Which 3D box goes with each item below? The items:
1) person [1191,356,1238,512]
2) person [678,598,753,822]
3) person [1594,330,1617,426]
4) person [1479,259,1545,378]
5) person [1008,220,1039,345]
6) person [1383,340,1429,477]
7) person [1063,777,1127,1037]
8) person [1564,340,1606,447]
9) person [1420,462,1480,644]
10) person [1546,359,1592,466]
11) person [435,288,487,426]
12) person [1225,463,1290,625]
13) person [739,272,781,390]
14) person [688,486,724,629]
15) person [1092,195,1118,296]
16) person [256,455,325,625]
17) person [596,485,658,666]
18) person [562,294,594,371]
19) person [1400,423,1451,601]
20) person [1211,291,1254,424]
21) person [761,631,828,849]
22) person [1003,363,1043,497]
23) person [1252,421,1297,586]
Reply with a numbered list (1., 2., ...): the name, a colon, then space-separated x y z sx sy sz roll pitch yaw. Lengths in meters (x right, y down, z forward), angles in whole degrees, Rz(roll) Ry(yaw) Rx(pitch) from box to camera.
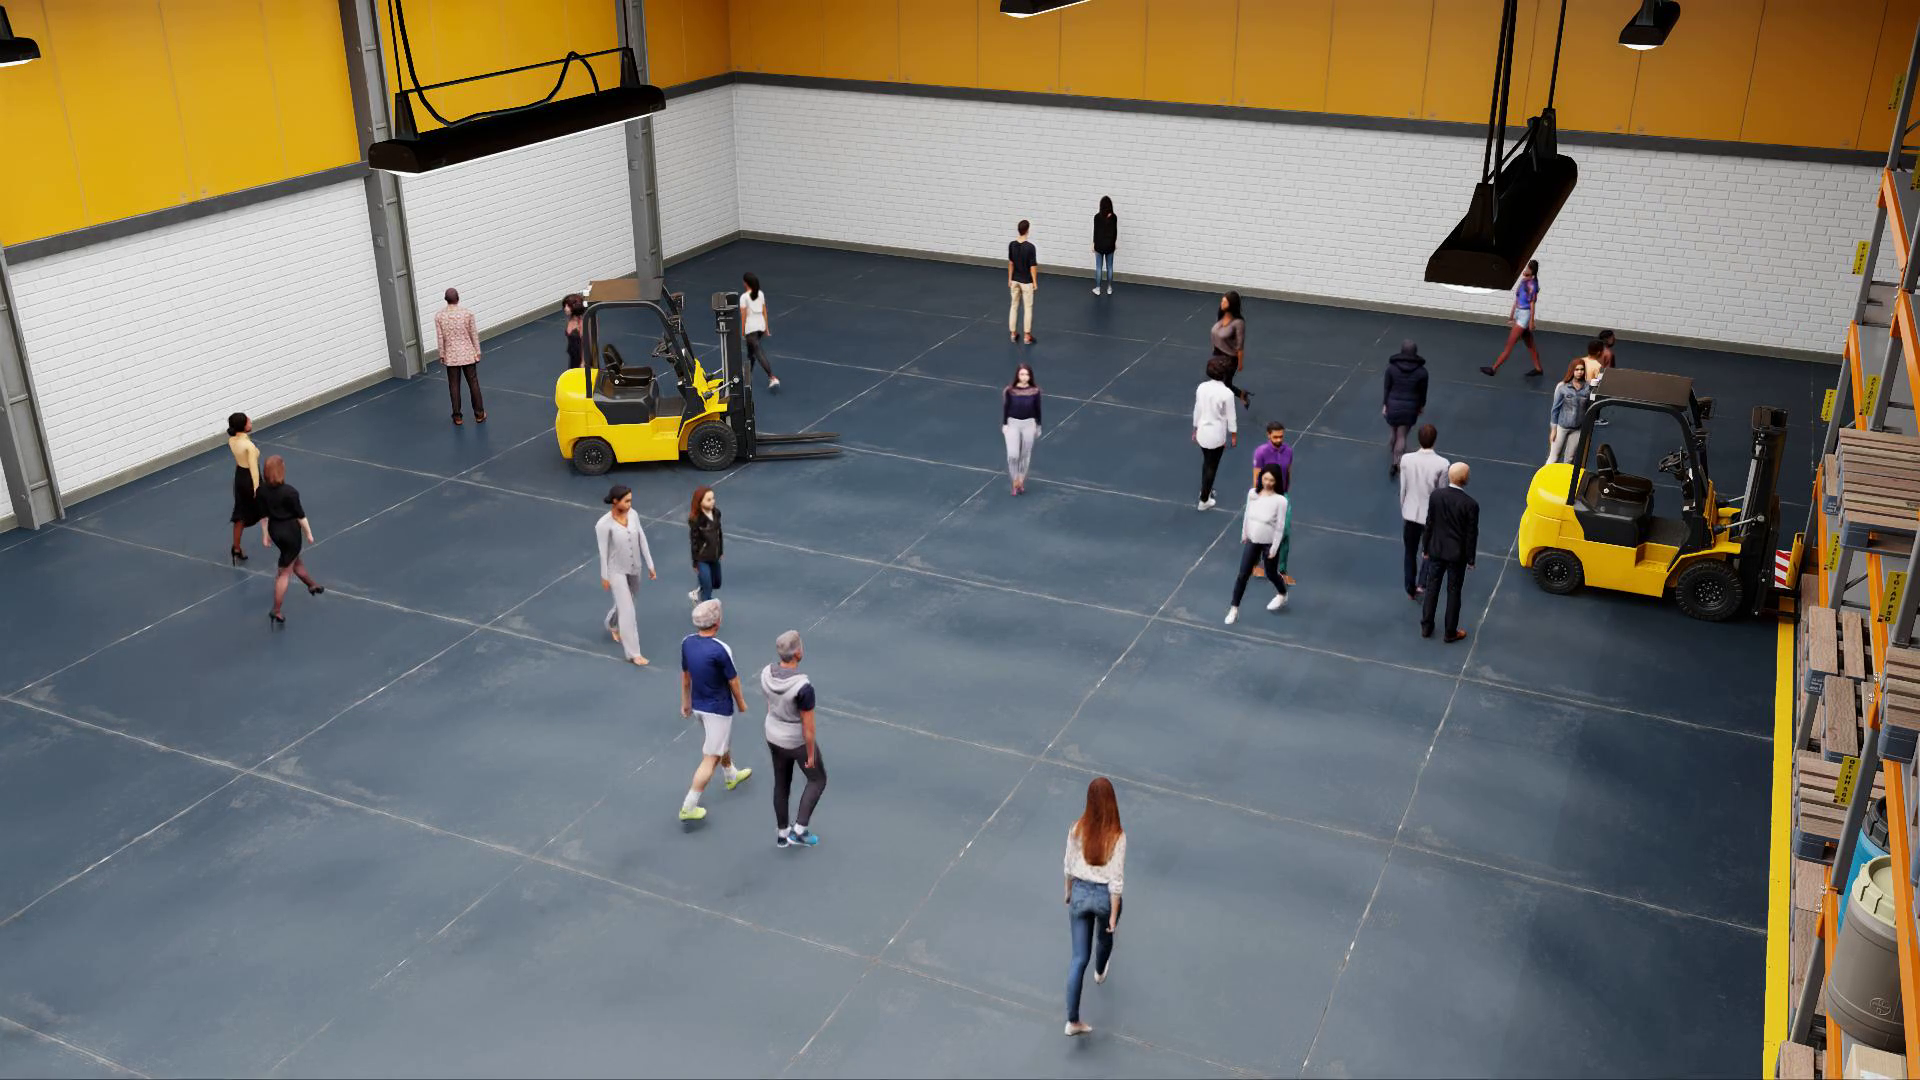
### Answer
1. person: 2.828 -1.192 18.923 0.745 1.792 0.820 18 29 35
2. person: -1.993 1.372 13.054 0.814 1.794 1.216 17 29 34
3. person: 8.387 -2.137 21.757 0.649 1.253 0.547 -3 24 -6
4. person: 7.978 -3.052 23.309 1.023 1.687 1.190 -1 24 -1
5. person: 0.933 -3.879 24.992 0.650 1.854 0.560 14 27 28
6. person: 5.305 -1.549 19.951 0.735 1.622 1.081 8 25 17
7. person: 0.859 2.427 10.799 0.686 1.668 1.215 8 25 18
8. person: 7.743 -1.773 20.683 0.857 1.446 0.729 -18 29 -35
9. person: 4.682 0.113 15.931 0.730 1.797 0.665 18 29 35
10. person: 7.033 -1.289 19.256 0.687 1.703 0.682 -1 24 -3
11. person: -6.513 -2.399 21.664 0.770 1.808 0.814 -7 24 -15
12. person: 3.047 0.013 16.330 0.848 1.661 1.124 22 32 40
13. person: -2.780 -2.856 22.967 0.853 1.601 1.133 19 30 37
14. person: -2.538 0.144 16.269 0.717 1.469 0.739 18 29 35
15. person: 2.405 -4.903 27.595 0.644 1.645 0.667 -3 24 -6
16. person: -6.647 0.038 16.286 0.737 1.649 1.128 6 24 13
17. person: -3.226 0.262 15.689 0.842 1.717 1.066 18 29 35
18. person: -4.845 -2.325 21.552 0.681 1.762 1.064 17 29 34
19. person: 4.599 -0.234 16.679 0.695 1.834 0.648 13 27 27
20. person: 3.525 -2.332 21.494 1.066 1.821 0.971 -11 26 -24
21. person: -1.346 1.569 12.582 0.752 1.811 0.698 16 28 33
22. person: 0.710 -1.316 19.456 0.738 1.591 0.788 -1 24 -2
23. person: 3.160 -0.434 17.249 0.906 1.743 0.982 -7 25 -16
